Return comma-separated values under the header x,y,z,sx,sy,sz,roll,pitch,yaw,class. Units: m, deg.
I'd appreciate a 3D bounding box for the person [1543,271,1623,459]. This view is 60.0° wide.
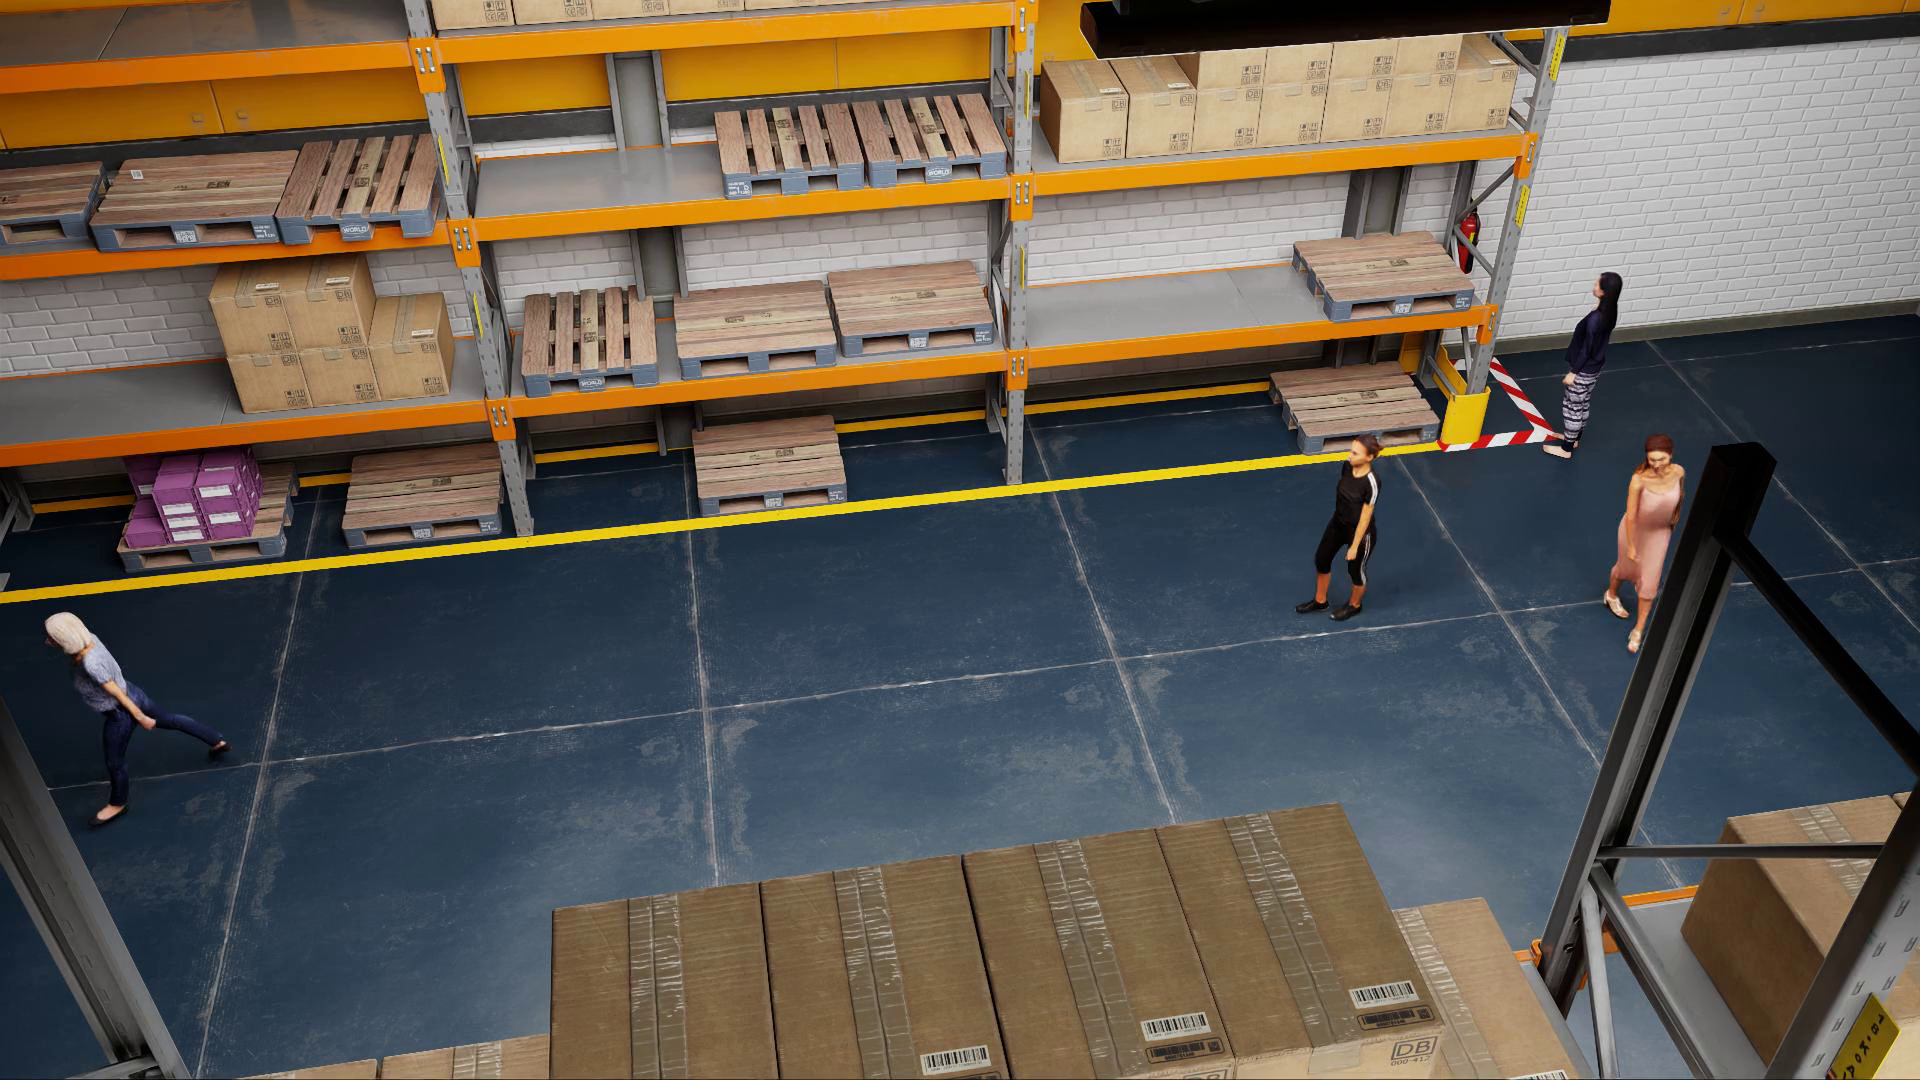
x,y,z,sx,sy,sz,roll,pitch,yaw,class
5.173,-1.453,13.712,0.739,1.734,0.662,27,46,30,person

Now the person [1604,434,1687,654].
x,y,z,sx,sy,sz,roll,pitch,yaw,class
4.914,-0.086,11.961,0.875,1.783,0.815,-6,39,-8,person

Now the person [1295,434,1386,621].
x,y,z,sx,sy,sz,roll,pitch,yaw,class
2.926,-0.093,12.076,0.781,1.650,0.676,-15,41,-17,person

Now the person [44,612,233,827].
x,y,z,sx,sy,sz,roll,pitch,yaw,class
-5.273,1.039,10.647,1.266,1.665,0.923,-18,42,-21,person
